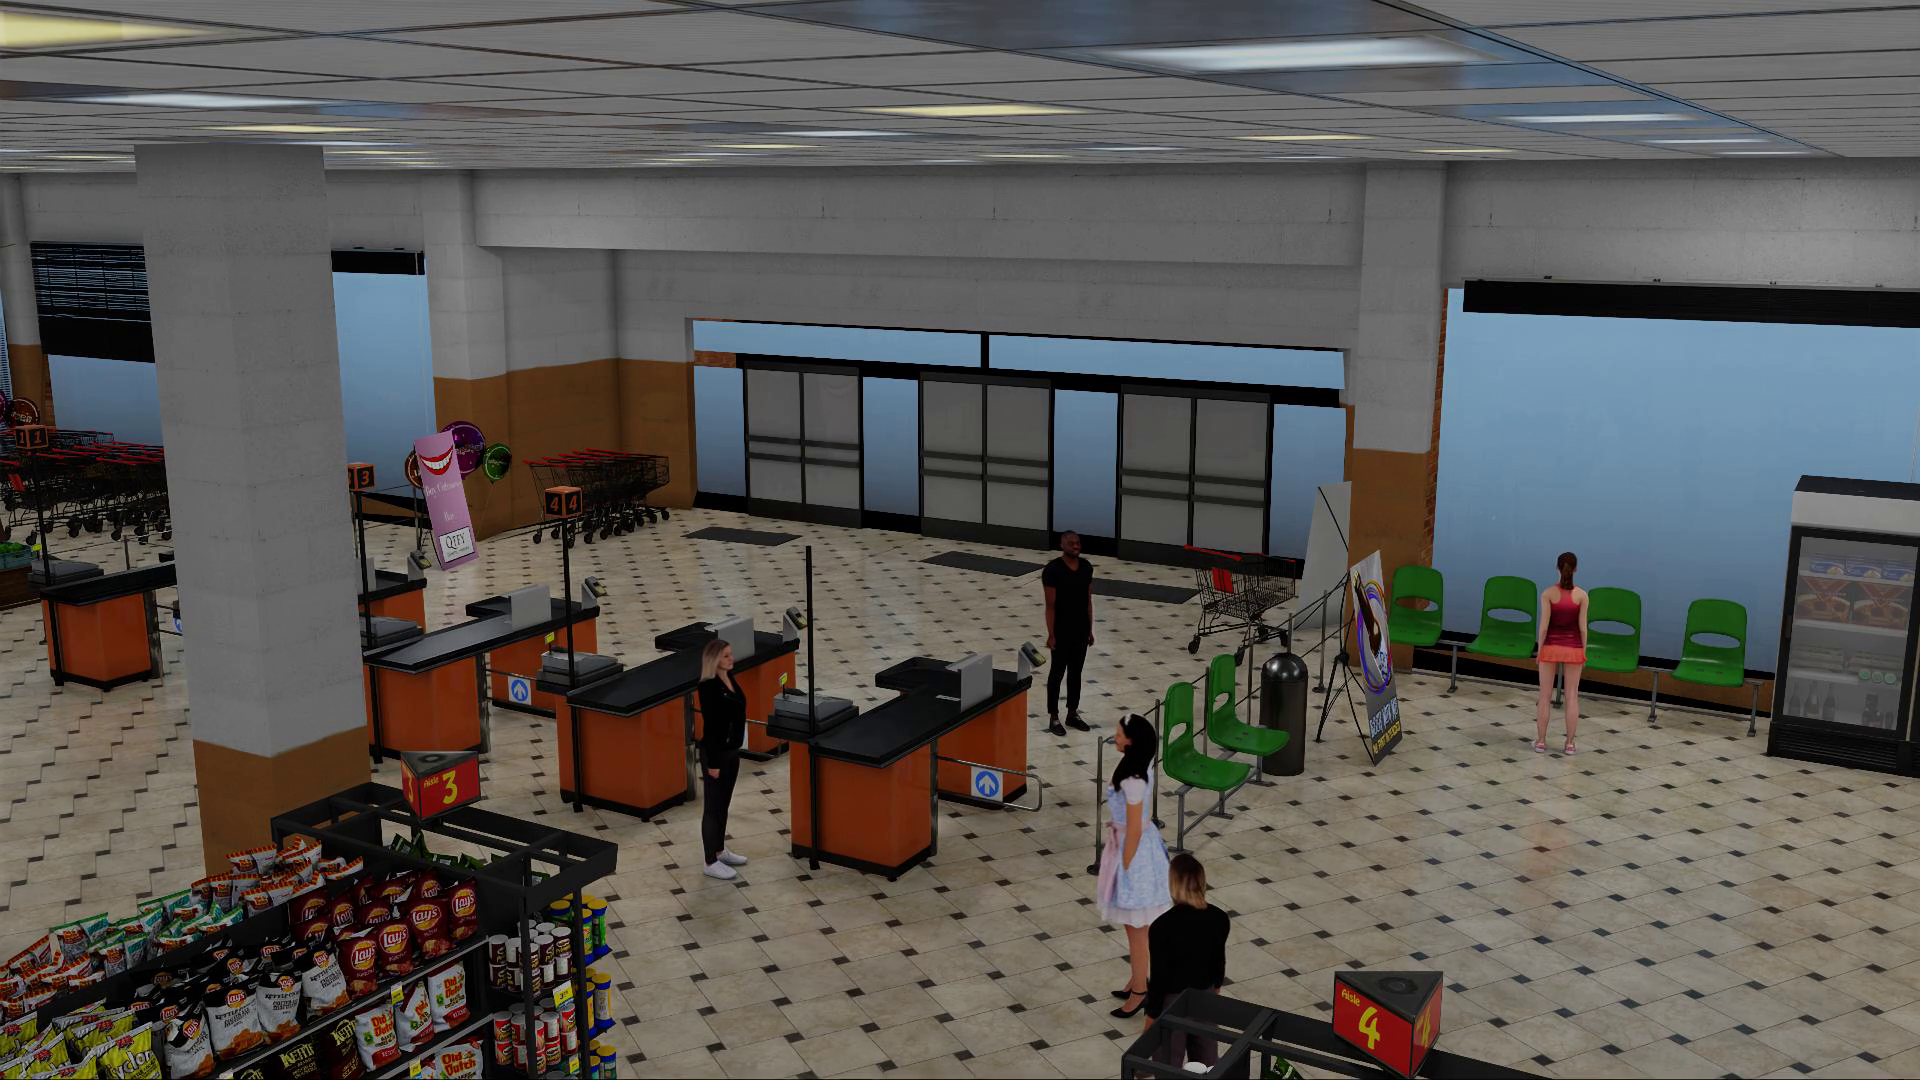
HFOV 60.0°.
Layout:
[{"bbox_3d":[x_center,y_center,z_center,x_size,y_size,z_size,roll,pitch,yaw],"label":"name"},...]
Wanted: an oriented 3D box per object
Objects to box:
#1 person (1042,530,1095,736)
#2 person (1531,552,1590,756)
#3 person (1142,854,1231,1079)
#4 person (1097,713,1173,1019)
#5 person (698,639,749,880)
[{"bbox_3d":[0.956,0.800,14.732,0.682,1.820,0.810,-7,14,-30],"label":"person"},{"bbox_3d":[5.114,0.956,14.155,0.621,1.753,0.631,3,12,14],"label":"person"},{"bbox_3d":[1.085,2.303,7.970,0.640,1.666,0.741,-6,13,-26],"label":"person"},{"bbox_3d":[1.007,1.878,9.620,0.854,1.818,0.763,2,12,11],"label":"person"},{"bbox_3d":[-1.690,1.514,11.668,0.724,1.685,0.569,3,12,13],"label":"person"}]
